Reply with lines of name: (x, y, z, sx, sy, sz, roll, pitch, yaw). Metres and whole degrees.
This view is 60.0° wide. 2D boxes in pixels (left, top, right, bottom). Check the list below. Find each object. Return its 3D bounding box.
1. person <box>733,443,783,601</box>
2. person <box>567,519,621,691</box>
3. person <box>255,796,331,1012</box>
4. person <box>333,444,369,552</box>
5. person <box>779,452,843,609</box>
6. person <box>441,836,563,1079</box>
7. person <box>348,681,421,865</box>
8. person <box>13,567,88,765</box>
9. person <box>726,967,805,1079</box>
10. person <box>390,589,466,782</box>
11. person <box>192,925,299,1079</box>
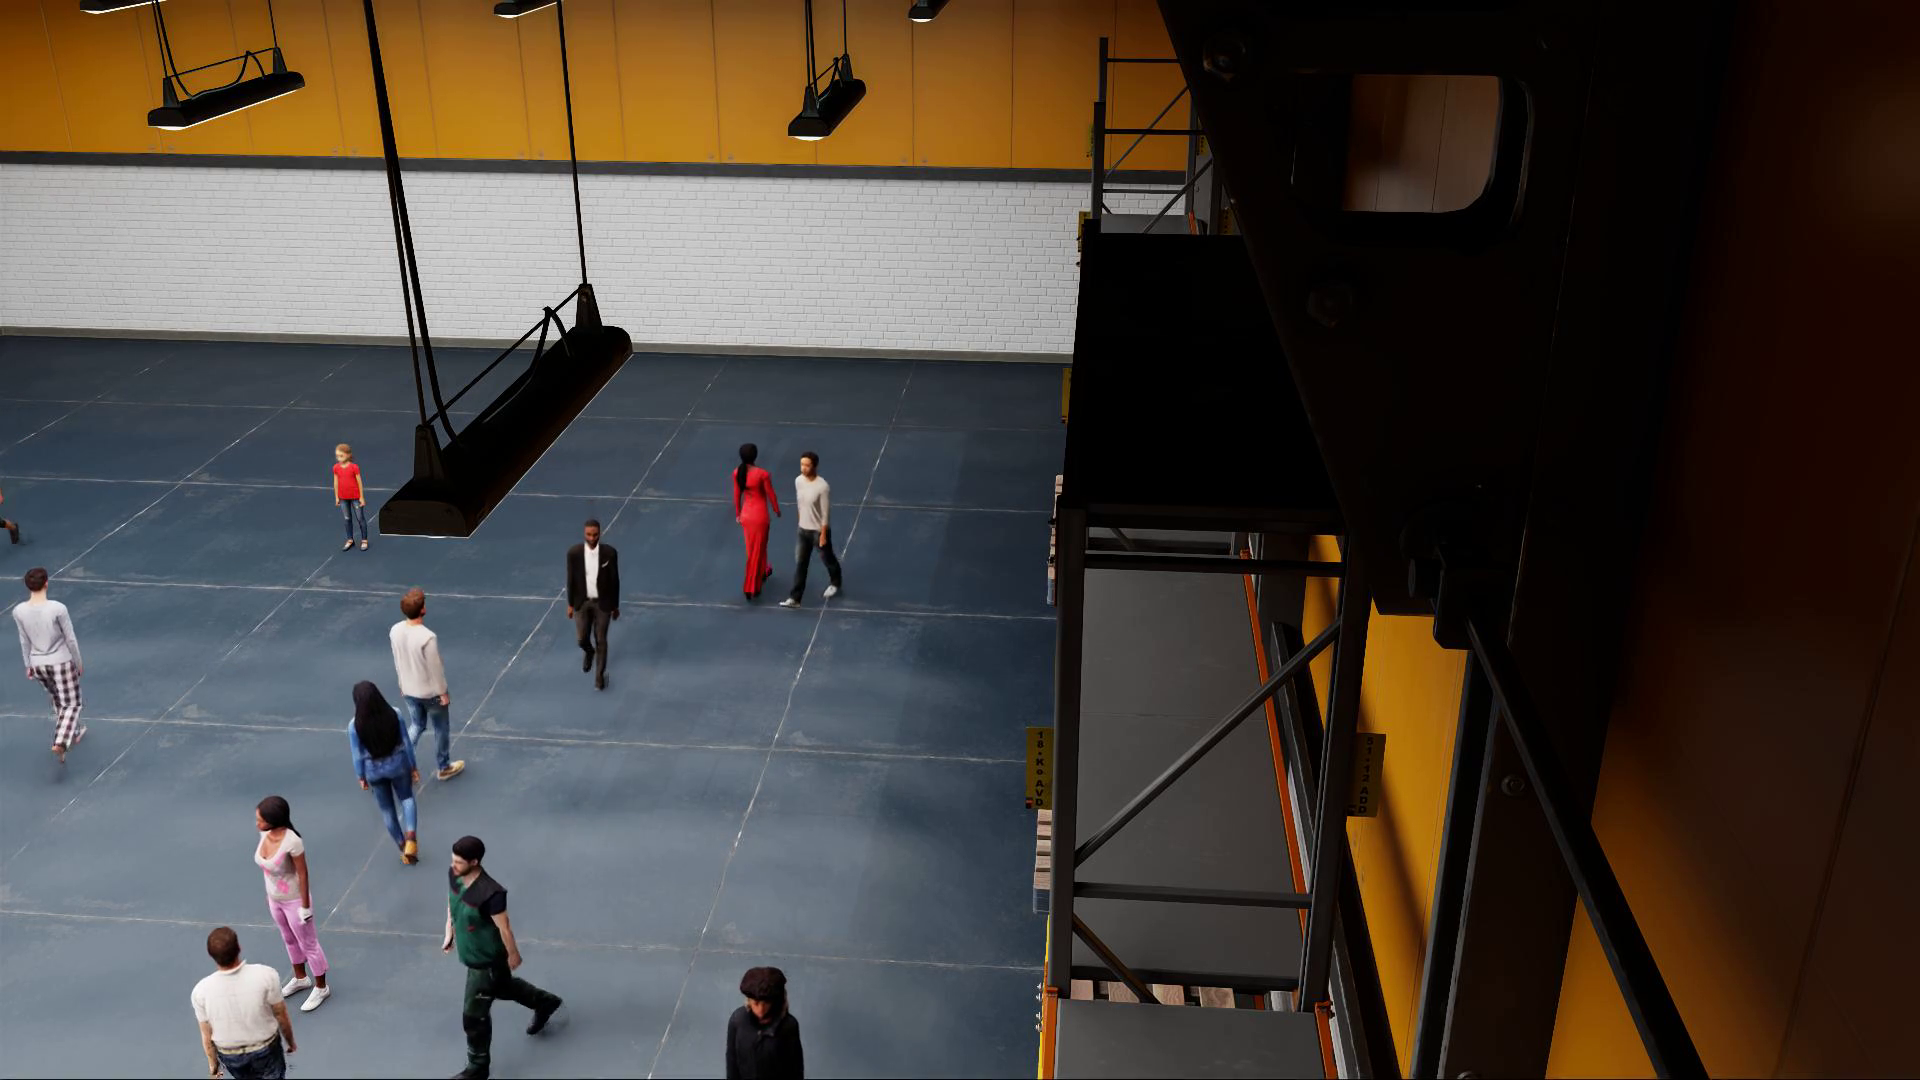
person: (-2.270, -0.177, 18.227, 0.866, 1.749, 1.116, 11, 26, 23)
person: (-3.609, 0.595, 16.414, 0.791, 1.785, 0.837, -2, 24, -4)
person: (-4.801, 2.575, 11.939, 0.658, 1.743, 0.667, 15, 28, 31)
person: (-7.162, -0.515, 19.548, 0.495, 1.309, 0.481, 1, 24, 1)
person: (-1.512, -0.134, 18.109, 1.051, 1.764, 1.280, 15, 28, 30)
person: (-3.151, 2.770, 11.338, 1.282, 1.866, 1.179, -20, 30, -37)
person: (-4.620, 1.941, 13.447, 0.826, 1.696, 0.906, -10, 25, -21)
person: (-8.235, 1.168, 15.062, 0.758, 1.818, 1.092, -2, 24, -5)
person: (-1.198, 3.321, 10.205, 0.639, 1.764, 0.971, 1, 24, 2)
person: (-4.753, 1.348, 14.568, 0.868, 1.885, 1.077, 11, 26, 23)
person: (-4.390, 3.251, 10.297, 0.962, 1.819, 1.314, -6, 24, -13)
